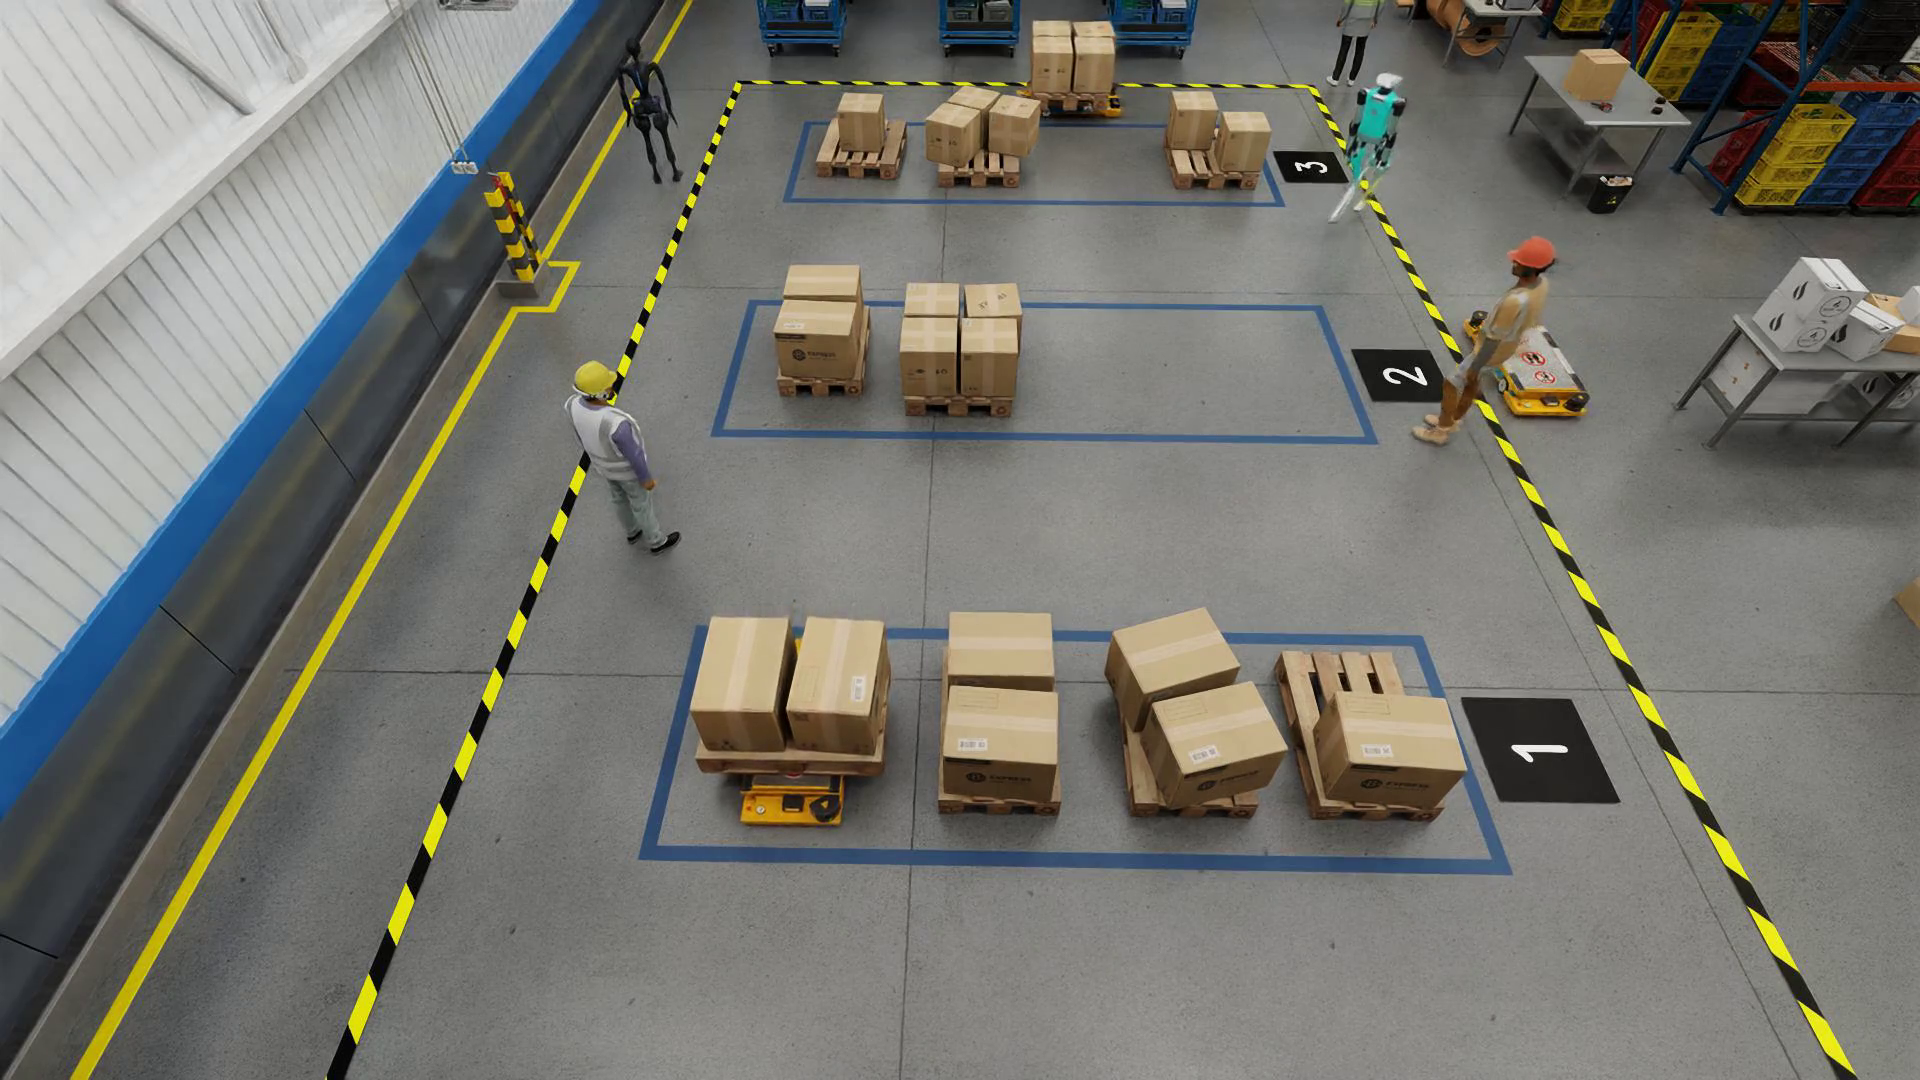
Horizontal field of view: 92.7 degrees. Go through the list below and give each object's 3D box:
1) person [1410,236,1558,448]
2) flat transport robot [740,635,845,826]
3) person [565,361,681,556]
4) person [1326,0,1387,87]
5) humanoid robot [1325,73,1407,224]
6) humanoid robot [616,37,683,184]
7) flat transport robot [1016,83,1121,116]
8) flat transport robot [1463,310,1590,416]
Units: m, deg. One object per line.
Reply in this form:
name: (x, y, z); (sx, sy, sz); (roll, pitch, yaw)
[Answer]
person: (4.479, -1.648, 7.799); (0.641, 2.035, 0.442); (-34, 57, -26)
flat transport robot: (-1.097, 1.276, 6.411); (0.652, 0.197, 1.431); (1, 49, 1)
person: (-2.588, -0.605, 7.022); (0.597, 1.830, 0.403); (25, 54, 20)
person: (5.605, -7.353, 12.853); (0.587, 1.849, 0.396); (3, 49, 3)
humanoid robot: (4.692, -4.443, 10.421); (0.548, 1.748, 1.047); (36, 58, 27)
humanoid robot: (-3.763, -5.168, 11.065); (0.599, 1.657, 0.315); (-8, 50, -7)
flat transport robot: (1.516, -6.209, 12.889); (1.431, 0.197, 0.652); (1, 49, 1)
flat transport robot: (5.573, -1.757, 9.054); (0.659, 0.231, 1.431); (1, 49, 1)
